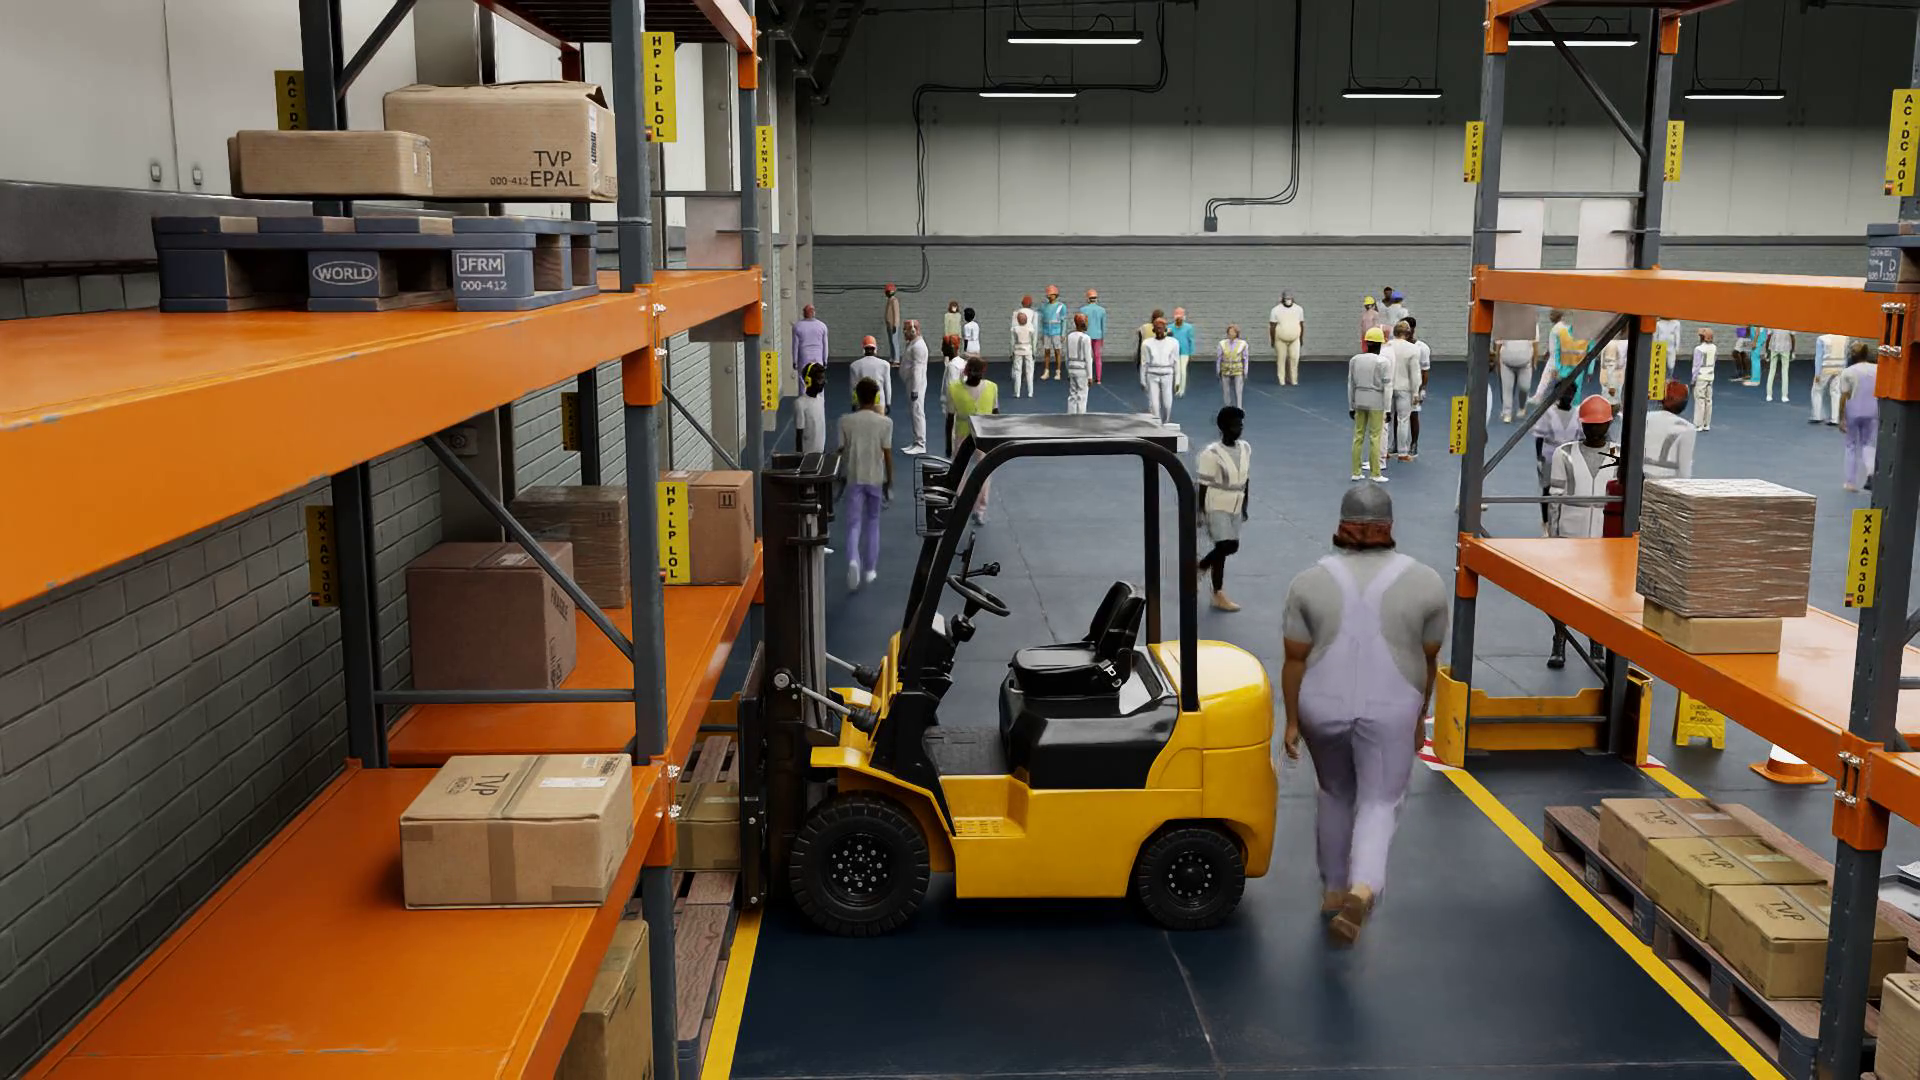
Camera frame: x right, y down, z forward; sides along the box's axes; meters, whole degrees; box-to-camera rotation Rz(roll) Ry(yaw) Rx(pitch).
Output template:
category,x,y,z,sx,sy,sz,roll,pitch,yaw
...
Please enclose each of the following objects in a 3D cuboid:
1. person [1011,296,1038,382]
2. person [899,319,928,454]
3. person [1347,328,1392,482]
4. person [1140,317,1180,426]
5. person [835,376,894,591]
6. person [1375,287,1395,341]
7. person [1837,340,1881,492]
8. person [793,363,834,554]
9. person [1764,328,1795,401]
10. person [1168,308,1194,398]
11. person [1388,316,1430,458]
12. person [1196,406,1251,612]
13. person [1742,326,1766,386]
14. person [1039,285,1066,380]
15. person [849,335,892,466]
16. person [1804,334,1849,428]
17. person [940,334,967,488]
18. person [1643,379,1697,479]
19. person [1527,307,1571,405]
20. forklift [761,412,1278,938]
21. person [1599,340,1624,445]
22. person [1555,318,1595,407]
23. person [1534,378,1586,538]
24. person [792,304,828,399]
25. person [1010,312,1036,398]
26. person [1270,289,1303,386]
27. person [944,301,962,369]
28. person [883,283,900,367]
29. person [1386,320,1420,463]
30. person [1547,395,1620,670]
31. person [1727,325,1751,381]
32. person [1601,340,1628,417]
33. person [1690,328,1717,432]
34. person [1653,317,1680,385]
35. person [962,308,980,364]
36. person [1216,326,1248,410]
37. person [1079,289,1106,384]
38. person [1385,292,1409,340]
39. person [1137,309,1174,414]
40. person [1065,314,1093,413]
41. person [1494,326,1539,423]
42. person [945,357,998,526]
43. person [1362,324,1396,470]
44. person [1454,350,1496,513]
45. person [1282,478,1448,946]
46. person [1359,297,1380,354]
category,x,y,z,sx,sy,sz,roll,pitch,yaw
person,1.375,-4.300,35.645,0.599,1.842,0.892,-1,10,-7
person,-0.663,-2.163,23.518,0.402,1.899,0.630,-1,10,-6
person,5.110,-1.674,20.703,0.594,1.926,0.366,10,14,43
person,2.977,-2.384,24.820,0.596,1.866,0.461,1,10,6
person,-0.834,-0.486,14.358,0.536,1.837,0.880,0,10,1
person,10.090,-5.019,39.356,0.591,1.922,0.392,2,10,9
person,10.714,-1.461,19.797,0.543,1.825,0.463,1,10,6
person,-1.405,-0.751,15.766,0.320,1.860,0.506,4,11,22
person,15.411,-3.530,31.243,0.520,1.861,0.326,7,13,36
person,4.161,-3.567,31.808,0.566,1.717,0.836,5,11,24
person,6.199,-2.122,23.090,0.614,1.962,0.365,10,14,44
person,2.083,-0.280,13.605,0.546,1.680,0.605,-9,13,-40
person,16.565,-4.120,34.607,0.363,1.834,0.519,5,11,27
person,1.990,-4.476,35.989,0.614,2.043,0.374,5,11,24
person,-1.193,-1.853,22.210,0.564,1.744,0.354,0,10,1
person,14.048,-2.719,26.924,0.611,1.791,0.670,-2,10,-12
person,-0.078,-1.565,20.247,0.357,1.880,0.567,2,10,10
person,5.773,-0.408,13.849,0.509,1.851,0.627,-6,12,-32
person,10.830,-3.357,30.438,0.838,1.806,0.516,4,11,23
forklift,0.291,0.548,7.580,2.313,2.155,1.214,0,10,-2
person,9.520,-2.299,24.210,0.388,1.921,0.556,5,11,27
person,9.971,-2.782,27.018,0.616,1.873,0.845,4,11,23
person,5.909,-0.762,16.350,0.539,1.650,0.868,2,10,10
person,-2.608,-3.131,28.878,0.642,1.909,0.410,-3,11,-16
person,1.206,-3.550,31.945,0.512,1.644,0.309,-1,10,-7
person,6.788,-4.198,34.444,0.713,2.000,0.796,0,10,1
person,-0.159,-4.675,38.242,0.501,1.631,0.285,-9,13,-41
person,-1.639,-5.148,39.862,0.396,1.993,0.617,-3,11,-16
person,5.947,-2.017,22.617,0.632,1.931,0.366,9,14,41
person,4.390,-0.049,11.621,0.551,1.936,0.357,3,11,15
person,16.712,-4.362,35.604,0.519,1.943,0.672,4,11,19
person,11.203,-2.921,28.449,0.513,1.641,0.307,-1,10,-6
person,11.697,-2.514,26.182,0.514,1.641,0.307,-7,12,-34
person,14.136,-3.843,33.313,0.499,1.732,0.439,4,11,23
person,0.212,-3.742,32.894,0.320,1.691,0.536,5,11,25
person,4.459,-2.710,27.371,0.537,1.607,0.593,4,11,21
person,2.771,-4.279,35.069,0.608,1.987,0.403,-3,11,-18
person,9.639,-4.510,36.636,0.991,1.884,0.637,-5,11,-25
person,3.482,-3.114,29.034,0.660,1.812,0.853,6,12,30
person,1.859,-2.551,25.715,0.354,1.882,0.587,-7,12,-33
person,9.176,-2.946,27.474,0.700,2.000,0.585,3,11,18
person,0.132,-1.036,17.543,0.575,1.791,0.714,-3,11,-18
person,5.498,-1.876,21.887,0.408,1.908,0.646,3,11,16
person,5.688,-1.197,18.316,0.336,1.836,0.504,6,12,29
person,1.699,0.709,7.112,0.679,2.000,0.863,4,11,21
person,9.175,-4.581,37.370,0.334,1.760,0.523,-7,12,-33
